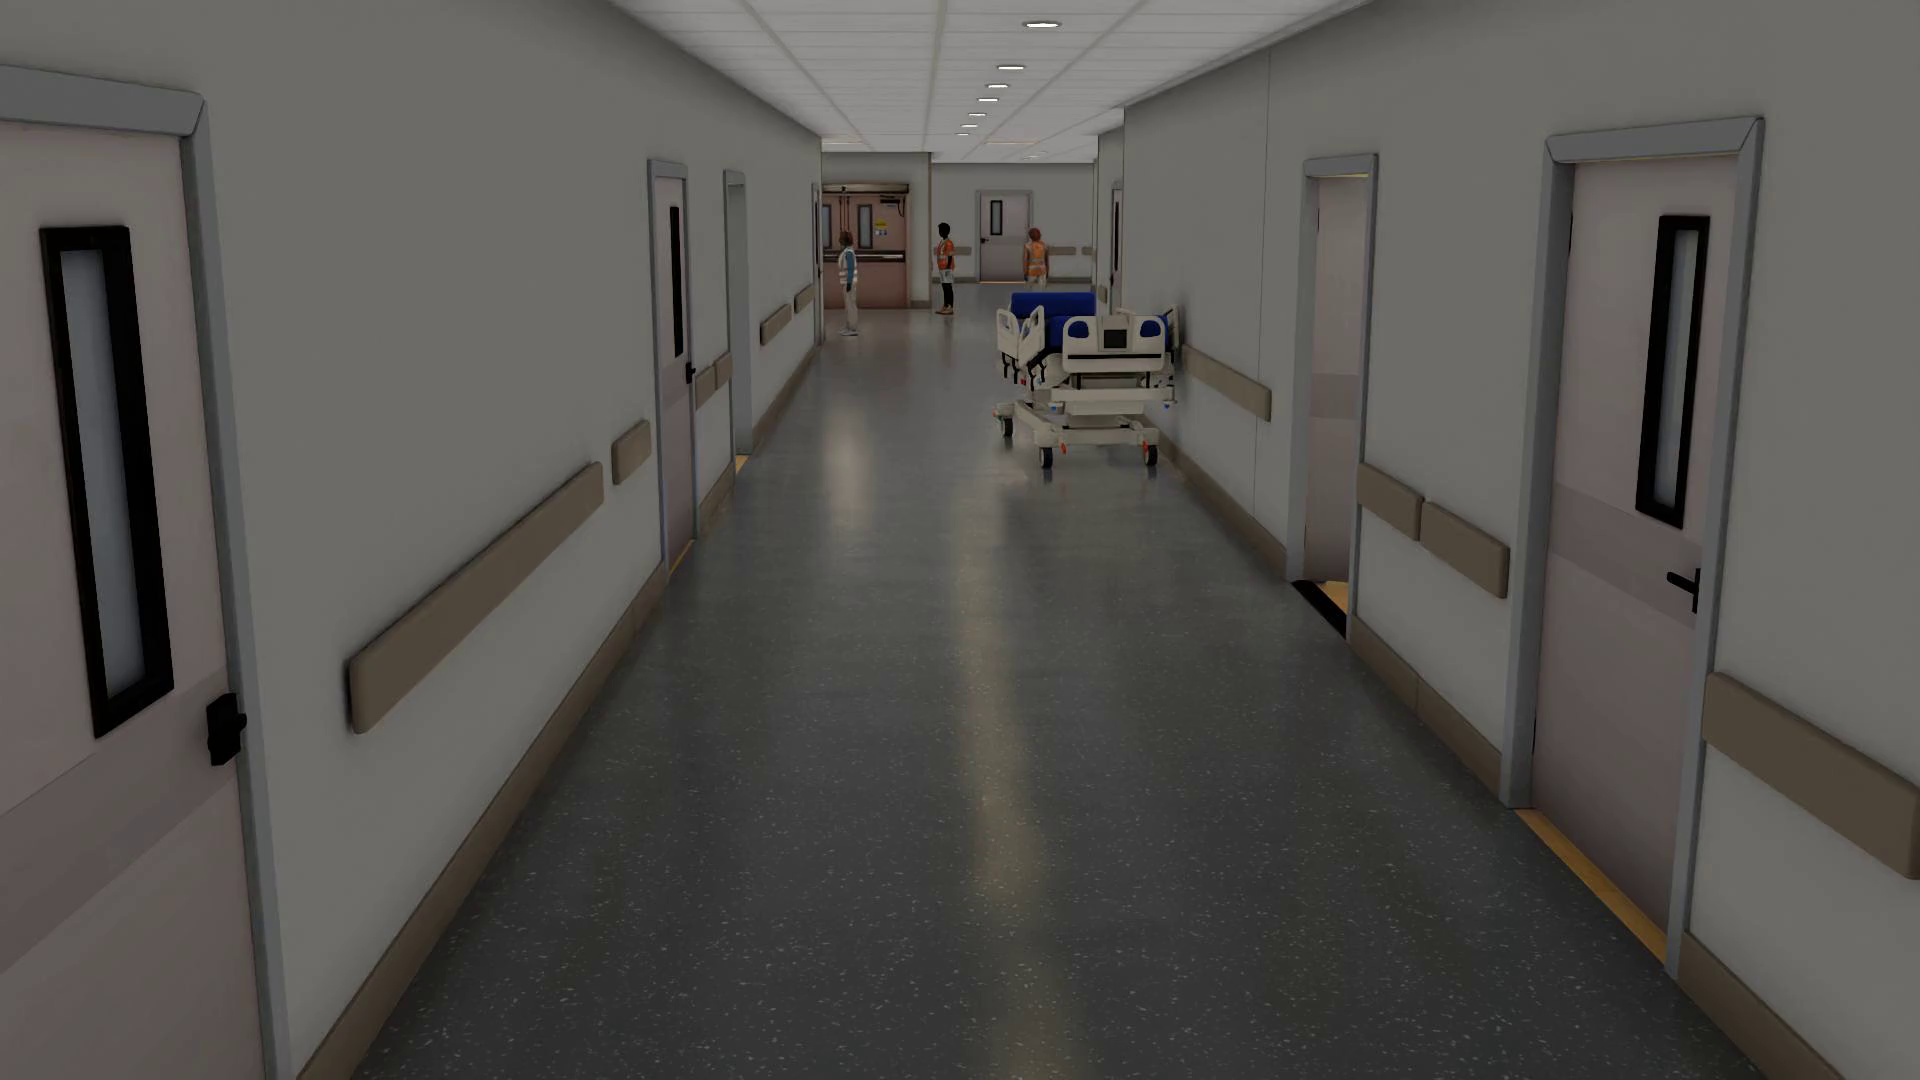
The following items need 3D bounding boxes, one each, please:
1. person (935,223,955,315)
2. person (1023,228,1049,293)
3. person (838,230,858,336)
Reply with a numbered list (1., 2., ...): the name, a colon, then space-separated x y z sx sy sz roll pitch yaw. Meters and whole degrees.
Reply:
1. person: -0.269 -5.032 30.868 0.319 1.693 0.532 -4 12 -17
2. person: 1.330 -4.709 29.510 0.536 1.609 0.769 -3 12 -14
3. person: -1.753 -4.016 26.044 0.315 1.641 0.515 -2 12 -12
